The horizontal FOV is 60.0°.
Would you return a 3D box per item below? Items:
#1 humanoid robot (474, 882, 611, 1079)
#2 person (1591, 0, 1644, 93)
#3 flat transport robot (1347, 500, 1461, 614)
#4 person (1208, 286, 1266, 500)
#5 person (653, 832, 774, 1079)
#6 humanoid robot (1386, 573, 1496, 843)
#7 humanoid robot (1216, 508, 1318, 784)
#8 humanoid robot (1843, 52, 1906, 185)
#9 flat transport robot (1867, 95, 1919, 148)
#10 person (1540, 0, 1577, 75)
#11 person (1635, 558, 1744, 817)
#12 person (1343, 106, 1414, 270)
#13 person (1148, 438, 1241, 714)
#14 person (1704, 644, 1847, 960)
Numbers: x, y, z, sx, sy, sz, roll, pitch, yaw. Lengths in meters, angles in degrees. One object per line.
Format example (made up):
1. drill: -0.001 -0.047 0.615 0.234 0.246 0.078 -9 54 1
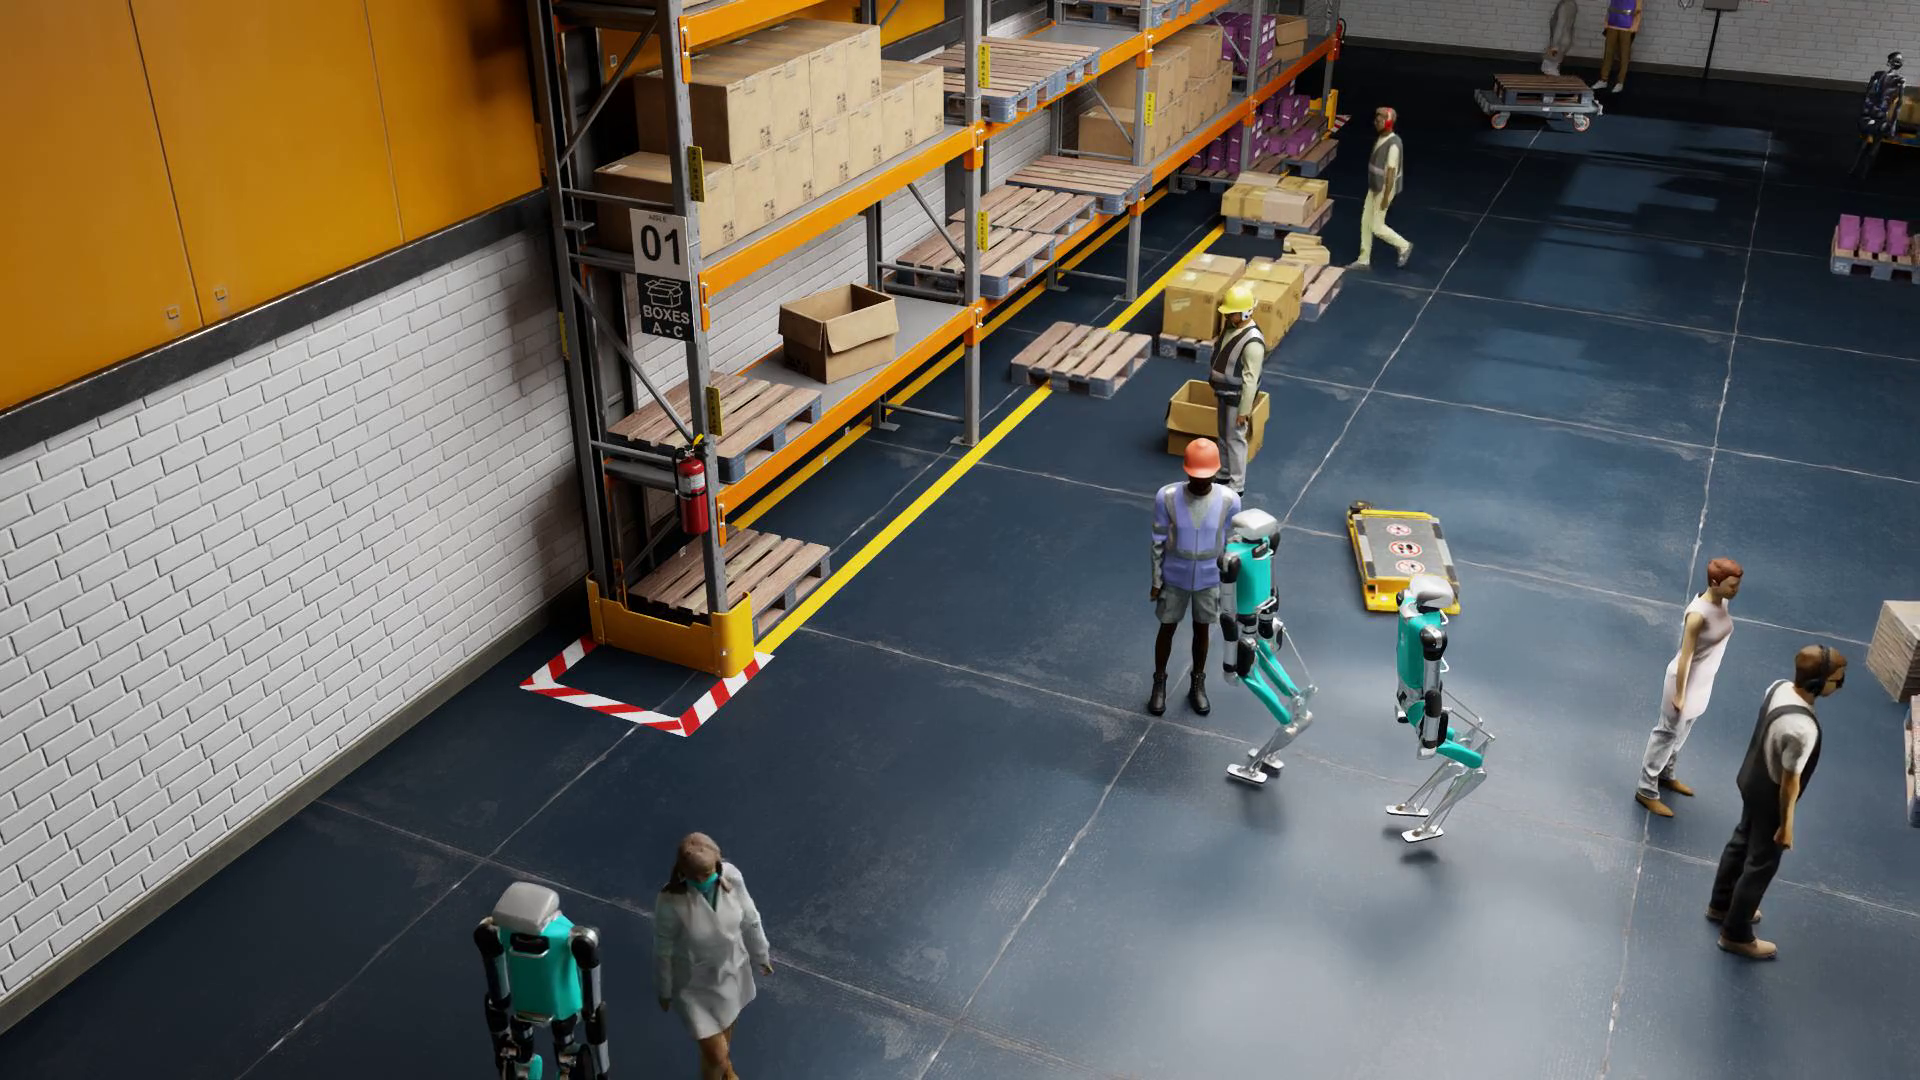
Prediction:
1. humanoid robot: -1.764 2.285 6.899 0.537 1.742 0.714 5 29 9
2. person: 10.194 -7.907 25.641 0.423 1.928 0.543 -23 36 -36
3. flat transport robot: 3.318 0.121 12.504 0.659 0.231 1.431 3 28 5
4. person: 2.182 -1.165 13.259 0.403 1.821 0.597 -5 29 -10
5. person: -1.107 1.992 7.569 0.537 1.639 0.495 -23 36 -36
6. humanoid robot: 2.741 0.938 9.302 0.735 1.677 0.533 -2 28 -5
7. humanoid robot: 1.865 0.681 9.840 0.721 1.714 0.530 23 36 35
8. humanoid robot: 11.709 -5.385 21.232 0.340 1.650 0.609 -11 30 -19
9. flat transport robot: 13.380 -5.549 23.018 1.431 0.231 0.659 22 35 35
10. person: 9.001 -7.446 24.914 0.502 1.816 0.507 19 34 32
11. person: 4.275 0.835 9.714 0.269 1.656 0.461 25 37 38
12. person: 4.645 -3.811 18.146 0.638 1.830 0.572 -3 28 -6
13. person: 1.471 0.237 10.532 0.542 1.939 0.367 1 28 2
14. person: 4.211 1.333 8.609 0.361 1.837 0.521 5 29 9
